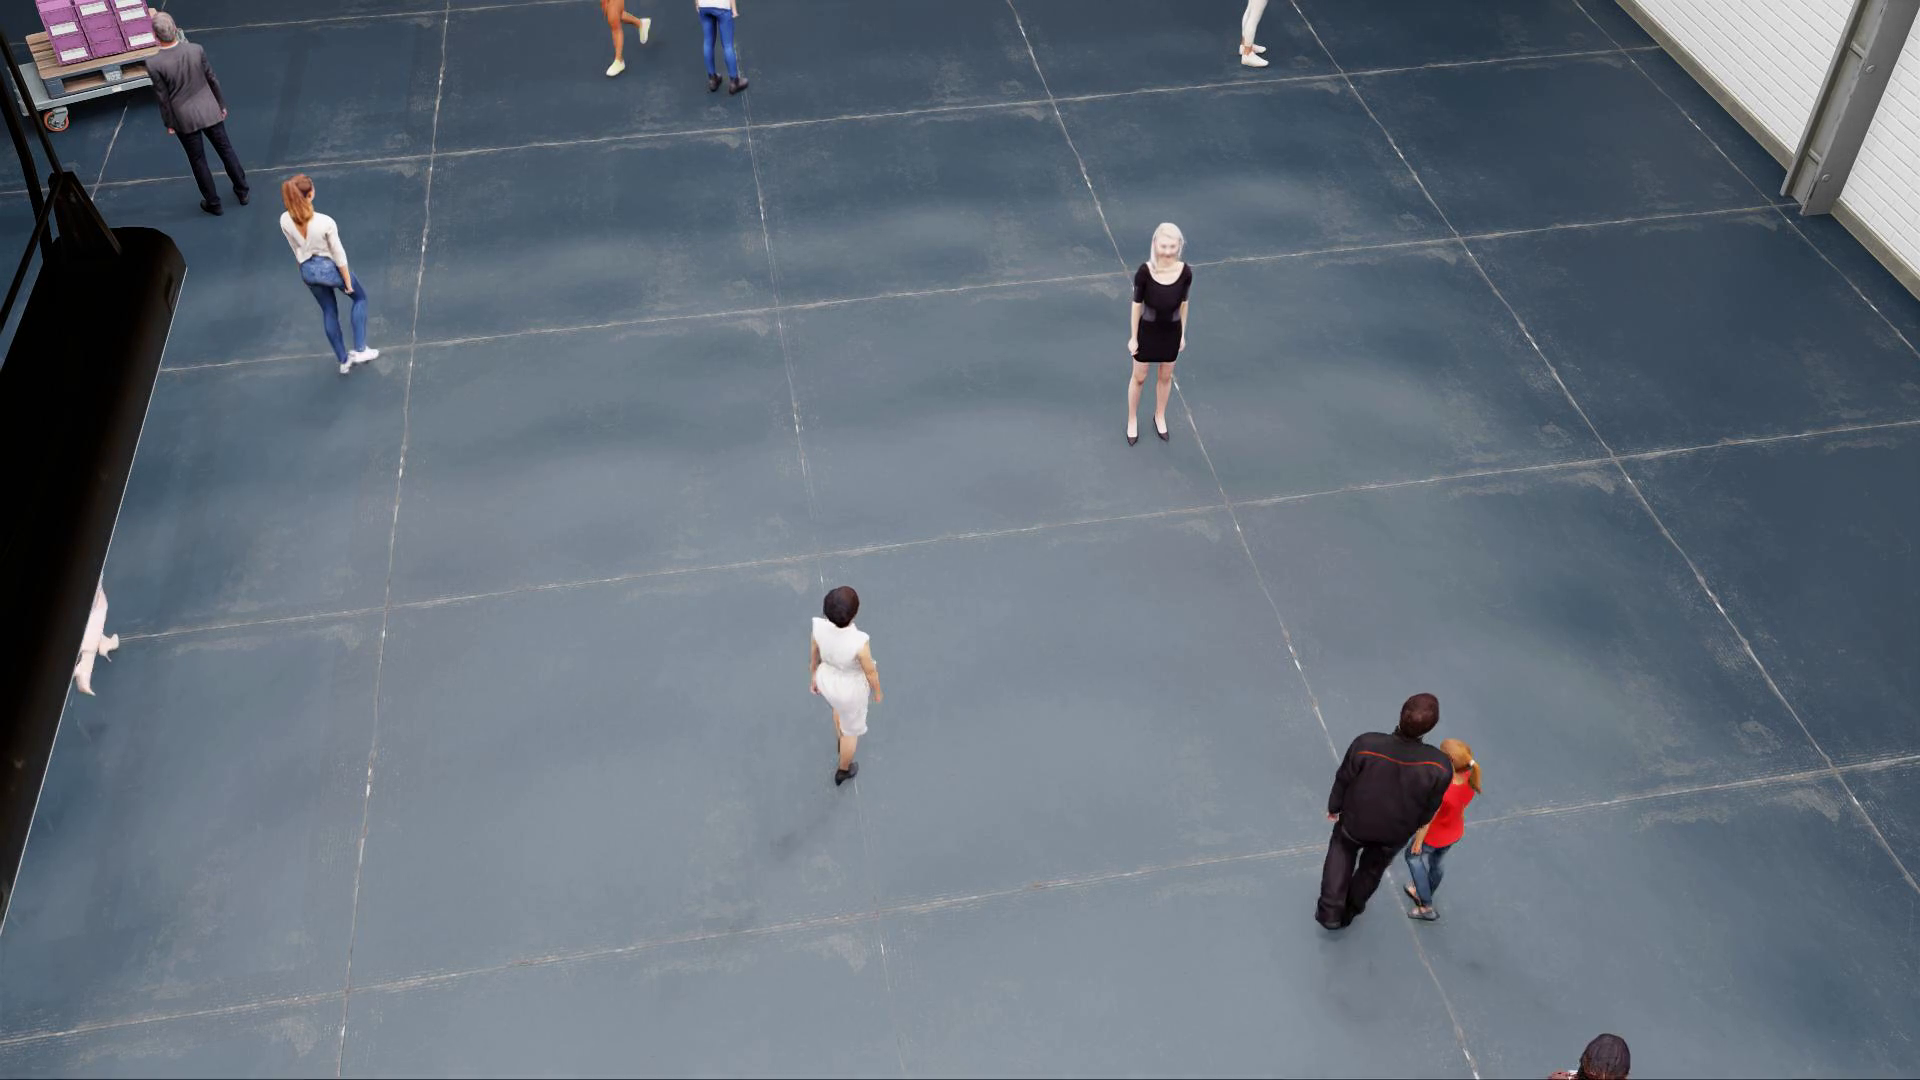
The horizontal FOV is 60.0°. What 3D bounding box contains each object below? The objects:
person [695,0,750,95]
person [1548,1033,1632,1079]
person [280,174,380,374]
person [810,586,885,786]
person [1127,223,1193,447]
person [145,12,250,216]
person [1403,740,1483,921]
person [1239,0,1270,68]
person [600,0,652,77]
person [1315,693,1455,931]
[{"bbox_3d":[-2.344,-5.088,15.935,0.679,1.685,0.695,15,46,15],"label":"person"},{"bbox_3d":[2.712,2.875,7.570,0.978,1.694,1.018,28,50,26],"label":"person"},{"bbox_3d":[-4.852,-1.966,12.638,0.686,1.711,0.690,4,44,4],"label":"person"},{"bbox_3d":[-0.717,0.907,9.746,0.728,1.540,0.782,20,47,19],"label":"person"},{"bbox_3d":[1.429,-1.485,12.047,0.572,1.830,0.486,-7,44,-7],"label":"person"},{"bbox_3d":[-6.601,-3.683,14.345,0.813,1.842,0.810,-32,52,-29],"label":"person"},{"bbox_3d":[2.687,1.657,9.143,0.599,1.288,0.681,-23,48,-22],"label":"person"},{"bbox_3d":[2.956,-5.541,16.400,0.722,1.698,0.538,3,44,3],"label":"person"},{"bbox_3d":[-3.351,-5.497,16.302,0.959,1.770,1.037,23,48,23],"label":"person"},{"bbox_3d":[2.228,1.557,8.863,0.880,1.818,0.907,11,45,11],"label":"person"}]
